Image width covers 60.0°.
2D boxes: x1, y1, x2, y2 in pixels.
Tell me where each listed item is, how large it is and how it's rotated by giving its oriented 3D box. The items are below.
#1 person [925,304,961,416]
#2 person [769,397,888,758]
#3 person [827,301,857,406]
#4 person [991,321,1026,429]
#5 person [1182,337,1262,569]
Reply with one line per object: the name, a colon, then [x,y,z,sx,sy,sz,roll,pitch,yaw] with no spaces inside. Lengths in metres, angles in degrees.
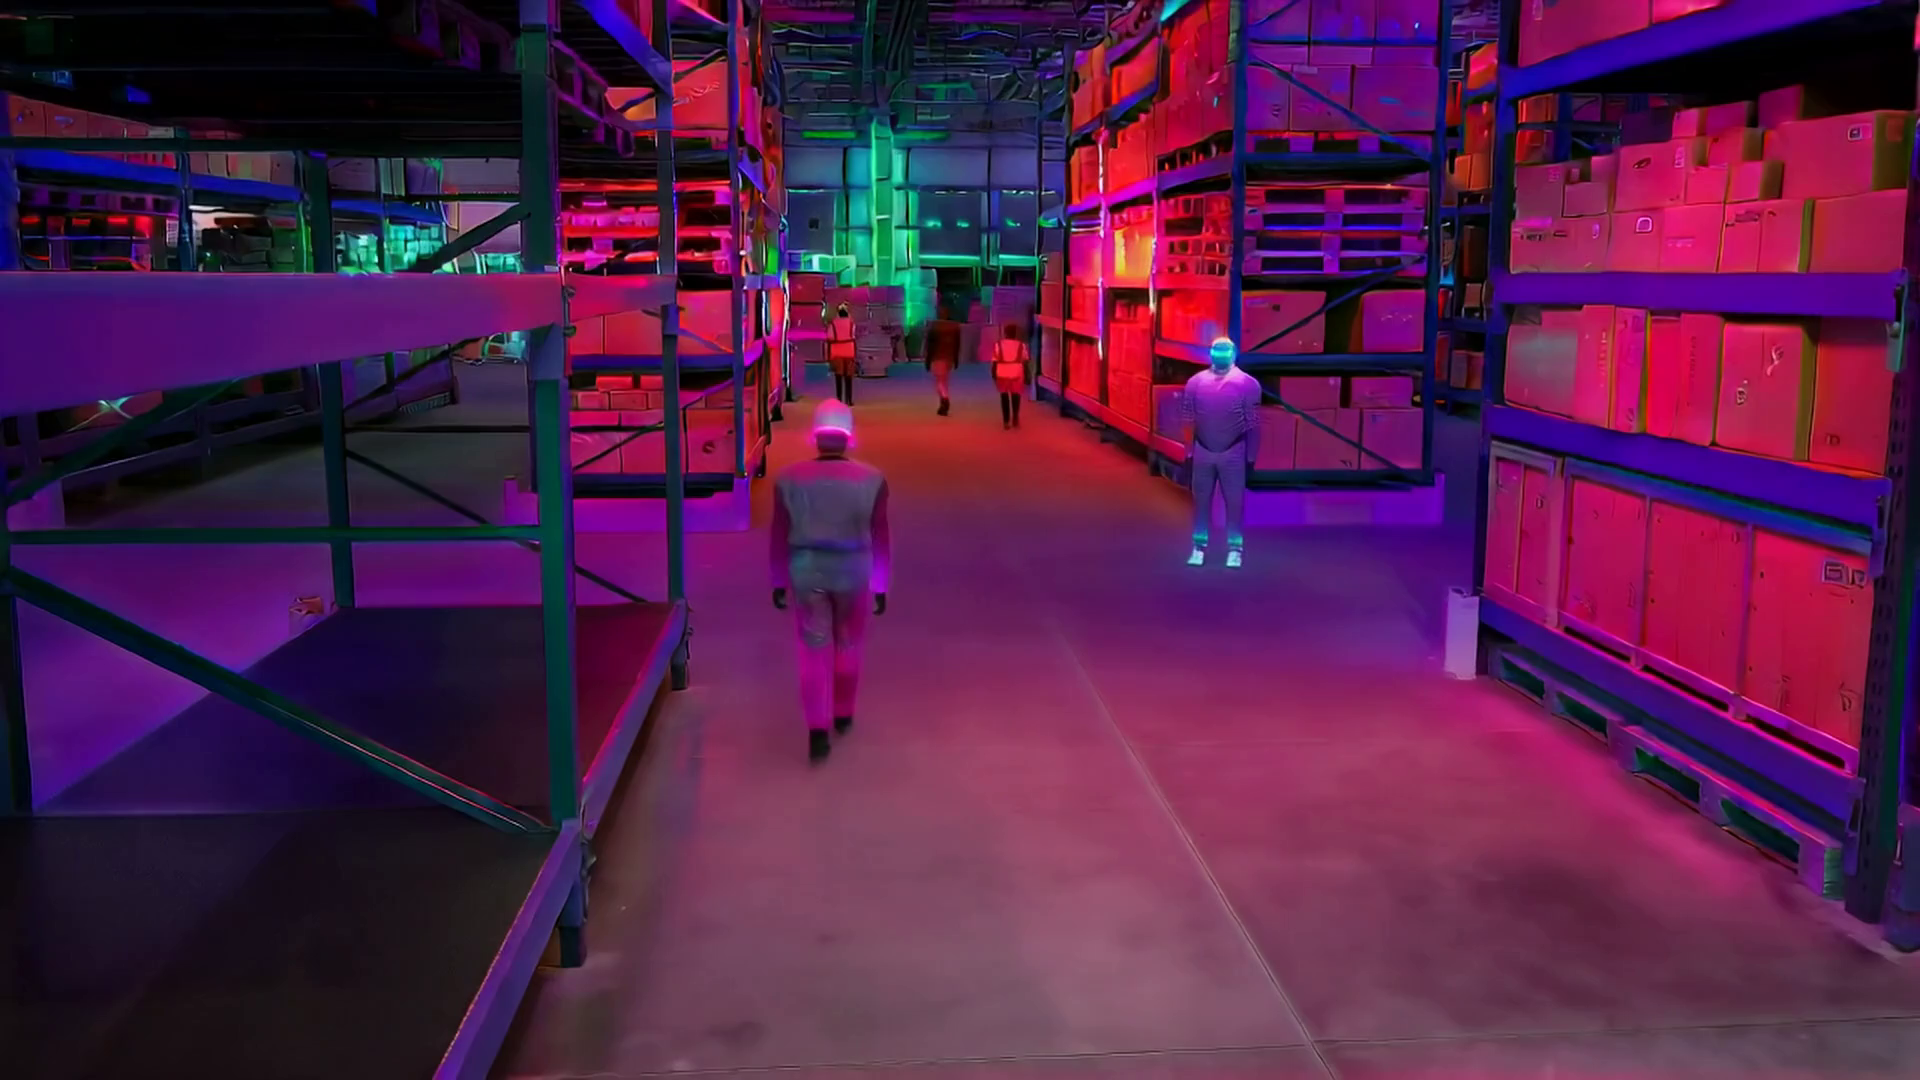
person: [-0.280,-3.050,28.268,0.649,1.923,0.507,-4,10,-21]
person: [-0.663,0.177,8.419,0.599,1.798,0.882,-1,9,-4]
person: [-2.154,-3.412,30.504,0.543,1.939,0.360,0,9,-2]
person: [0.761,-2.597,26.175,0.541,1.680,0.499,-1,9,-4]
person: [2.136,-0.711,13.672,0.648,1.898,0.395,4,10,21]
